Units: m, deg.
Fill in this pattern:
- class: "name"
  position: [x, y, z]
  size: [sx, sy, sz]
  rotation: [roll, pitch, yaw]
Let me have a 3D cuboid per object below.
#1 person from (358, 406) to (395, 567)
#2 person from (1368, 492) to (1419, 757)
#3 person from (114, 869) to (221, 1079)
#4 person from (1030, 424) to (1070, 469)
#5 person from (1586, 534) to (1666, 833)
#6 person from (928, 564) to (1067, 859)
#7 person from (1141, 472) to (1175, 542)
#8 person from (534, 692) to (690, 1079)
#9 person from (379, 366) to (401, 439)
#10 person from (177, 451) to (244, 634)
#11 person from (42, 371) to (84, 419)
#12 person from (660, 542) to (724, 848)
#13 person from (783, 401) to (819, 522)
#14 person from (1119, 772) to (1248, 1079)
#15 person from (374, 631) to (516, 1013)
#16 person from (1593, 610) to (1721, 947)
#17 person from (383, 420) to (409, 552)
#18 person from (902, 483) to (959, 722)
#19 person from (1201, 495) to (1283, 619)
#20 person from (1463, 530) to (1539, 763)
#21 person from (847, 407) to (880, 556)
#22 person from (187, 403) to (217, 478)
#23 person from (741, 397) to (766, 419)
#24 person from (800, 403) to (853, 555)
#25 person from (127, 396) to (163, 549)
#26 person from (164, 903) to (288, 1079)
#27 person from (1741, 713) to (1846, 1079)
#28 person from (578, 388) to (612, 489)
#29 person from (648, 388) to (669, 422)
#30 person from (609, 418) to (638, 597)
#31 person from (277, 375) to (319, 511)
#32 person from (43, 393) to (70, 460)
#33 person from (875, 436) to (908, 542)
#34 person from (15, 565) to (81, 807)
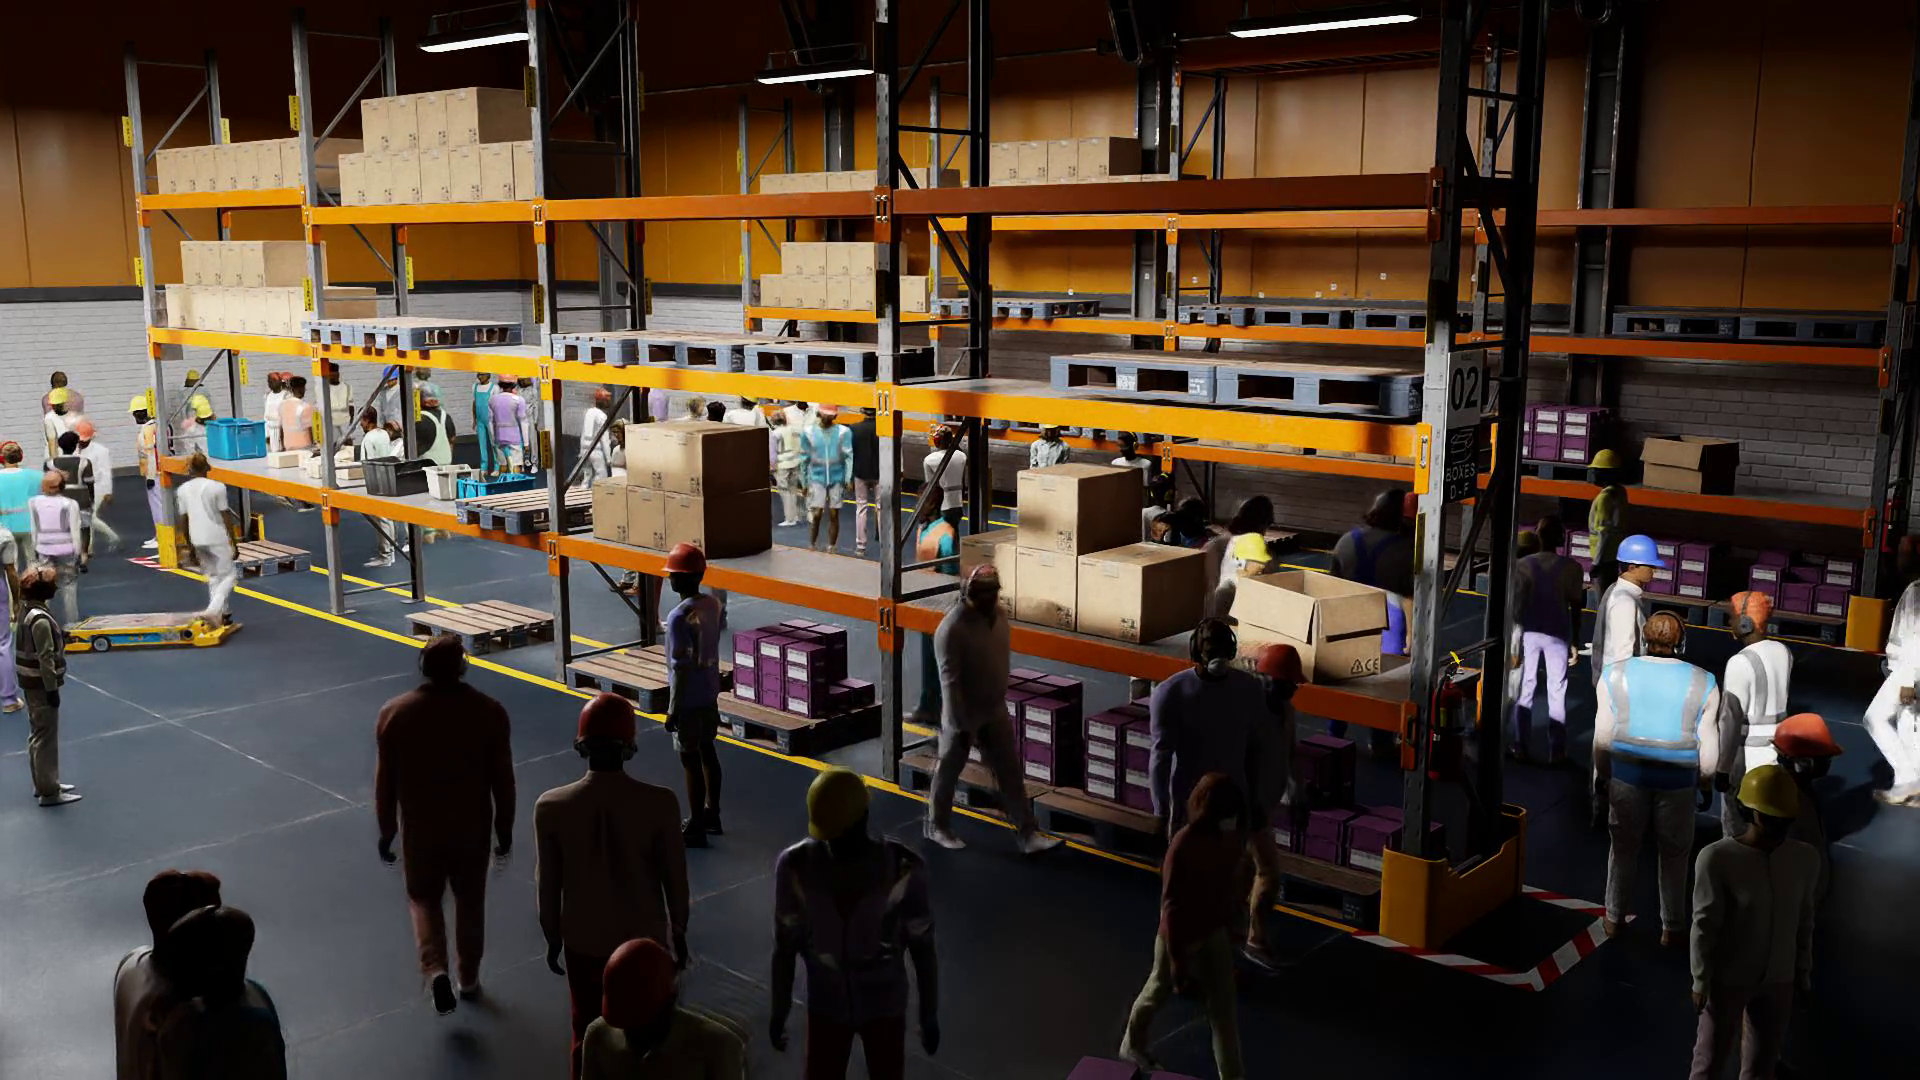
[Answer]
- class: "person"
  position: [-6.884, -0.637, 19.655]
  size: [0.391, 1.913, 0.587]
  rotation: [-1, 10, -4]
- class: "person"
  position: [3.306, 0.618, 12.360]
  size: [0.618, 1.986, 0.408]
  rotation: [-6, 12, -31]
- class: "person"
  position: [-2.429, 1.932, 5.240]
  size: [0.371, 1.877, 0.594]
  rotation: [-9, 13, -41]
- class: "person"
  position: [1.091, -0.654, 20.232]
  size: [0.486, 1.744, 0.294]
  rotation: [0, 10, -2]
- class: "person"
  position: [4.287, 0.921, 10.748]
  size: [0.406, 1.945, 0.615]
  rotation: [3, 11, 18]
- class: "person"
  position: [0.168, 1.067, 10.193]
  size: [0.993, 1.847, 0.660]
  rotation: [9, 14, 42]
- class: "person"
  position: [1.698, 0.354, 14.174]
  size: [0.335, 1.873, 0.520]
  rotation: [-9, 13, -42]
- class: "person"
  position: [-1.405, 1.598, 6.787]
  size: [0.612, 1.995, 0.376]
  rotation: [-1, 10, -6]
- class: "person"
  position: [-8.791, -1.748, 25.884]
  size: [0.624, 1.933, 0.421]
  rotation: [5, 11, 26]
- class: "person"
  position: [-7.263, 0.056, 16.035]
  size: [0.580, 1.811, 0.553]
  rotation: [2, 10, 9]
- class: "person"
  position: [-13.285, -1.537, 24.672]
  size: [0.372, 1.940, 0.632]
  rotation: [5, 11, 26]
- class: "person"
  position: [-1.700, 0.974, 10.478]
  size: [0.356, 1.938, 0.545]
  rotation: [3, 10, 17]
- class: "person"
  position: [-2.143, -1.167, 22.634]
  size: [0.590, 1.918, 0.391]
  rotation: [-3, 11, -17]
- class: "person"
  position: [1.015, 1.731, 7.262]
  size: [0.505, 1.557, 0.929]
  rotation: [-7, 12, -36]
- class: "person"
  position: [-2.517, 1.410, 8.177]
  size: [0.678, 1.878, 0.634]
  rotation: [-4, 11, -20]
- class: "person"
  position: [3.758, 1.282, 9.004]
  size: [0.633, 1.843, 0.429]
  rotation: [5, 11, 25]
- class: "person"
  position: [-6.982, -0.668, 20.591]
  size: [0.514, 1.644, 0.307]
  rotation: [4, 11, 21]
- class: "person"
  position: [-0.287, 0.490, 13.301]
  size: [0.574, 1.910, 0.649]
  rotation: [-3, 11, -18]
- class: "person"
  position: [2.004, 0.643, 12.057]
  size: [0.791, 2.000, 0.535]
  rotation: [8, 13, 38]
- class: "person"
  position: [3.980, 0.781, 12.231]
  size: [0.597, 1.697, 0.552]
  rotation: [1, 10, 4]
- class: "person"
  position: [-1.088, -0.798, 20.331]
  size: [0.622, 1.992, 0.395]
  rotation: [-1, 10, -4]
- class: "person"
  position: [-10.022, -0.995, 22.253]
  size: [0.590, 1.697, 0.598]
  rotation: [8, 13, 37]
- class: "person"
  position: [-3.015, -1.372, 24.297]
  size: [0.353, 1.741, 0.568]
  rotation: [1, 10, 8]
- class: "person"
  position: [-1.570, -0.688, 19.632]
  size: [0.619, 2.022, 0.556]
  rotation: [-2, 10, -9]
- class: "person"
  position: [-10.177, -0.854, 20.895]
  size: [0.396, 1.913, 0.591]
  rotation: [-5, 11, -27]
- class: "person"
  position: [-2.193, 1.980, 5.062]
  size: [0.343, 1.847, 0.513]
  rotation: [-5, 11, -26]
- class: "person"
  position: [3.668, 1.617, 7.351]
  size: [0.327, 1.752, 0.573]
  rotation: [6, 12, 32]
- class: "person"
  position: [-5.017, -1.142, 22.677]
  size: [0.450, 1.855, 0.721]
  rotation: [-9, 13, -40]
- class: "person"
  position: [-4.627, -1.606, 25.033]
  size: [0.384, 1.949, 0.605]
  rotation: [7, 12, 36]
- class: "person"
  position: [-3.588, -0.356, 17.990]
  size: [0.355, 1.937, 0.634]
  rotation: [-7, 12, -35]
- class: "person"
  position: [-9.431, -1.371, 23.722]
  size: [0.604, 1.949, 0.440]
  rotation: [4, 11, 23]
- class: "person"
  position: [-12.030, -1.065, 22.266]
  size: [0.372, 1.843, 0.570]
  rotation: [0, 10, -3]
- class: "person"
  position: [-0.911, -0.916, 21.215]
  size: [0.391, 1.924, 0.549]
  rotation: [9, 13, 41]
- class: "person"
  position: [-6.215, 0.986, 11.278]
  size: [0.314, 1.633, 0.518]
  rotation: [-8, 13, -36]
